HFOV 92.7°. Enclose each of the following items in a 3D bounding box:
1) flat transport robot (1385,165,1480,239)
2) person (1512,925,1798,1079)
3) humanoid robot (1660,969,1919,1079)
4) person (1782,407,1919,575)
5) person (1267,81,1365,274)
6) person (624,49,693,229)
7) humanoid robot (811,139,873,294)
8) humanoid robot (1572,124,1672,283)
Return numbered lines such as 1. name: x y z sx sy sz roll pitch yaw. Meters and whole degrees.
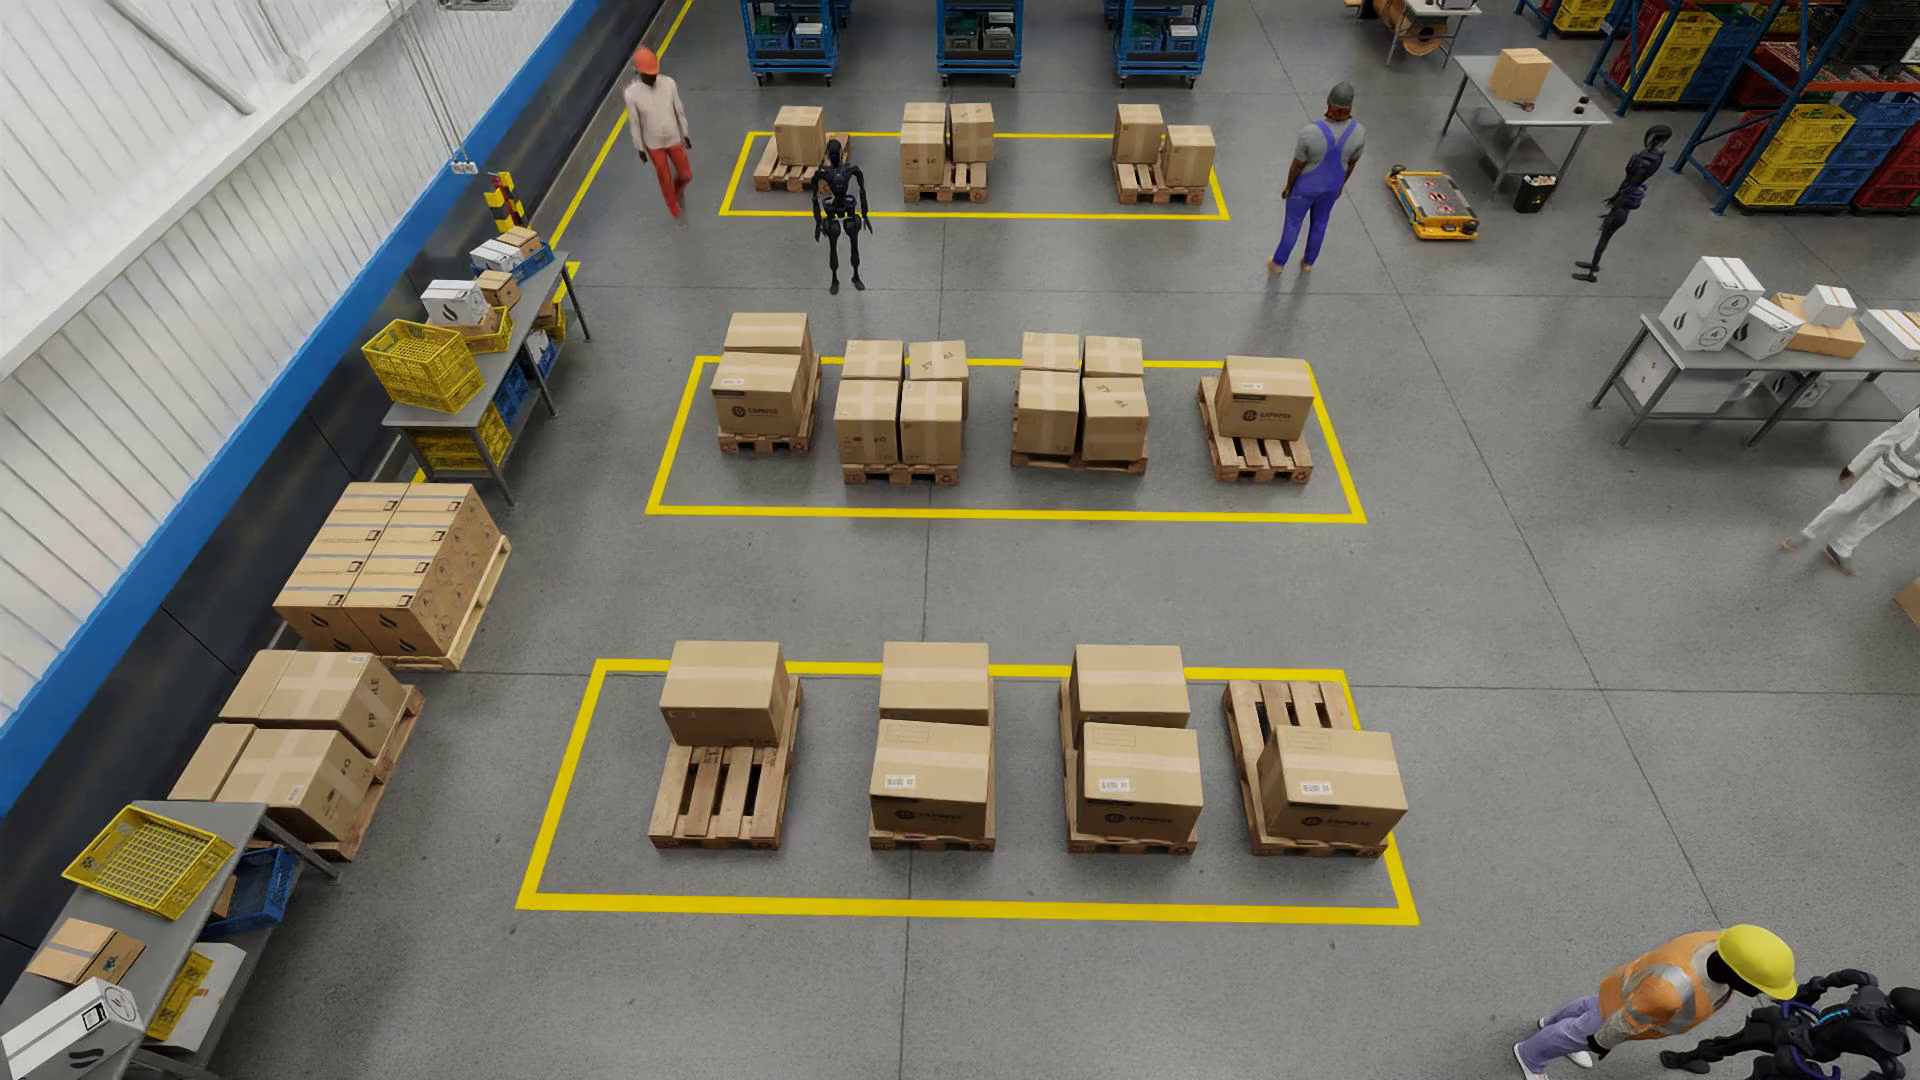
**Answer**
1. flat transport robot: 5.692 -4.094 11.059 0.652 0.197 1.431 1 49 1
2. person: 3.315 2.282 4.459 0.587 1.930 0.360 -24 53 -19
3. humanoid robot: 4.070 2.481 4.444 0.331 1.657 0.599 15 51 12
4. person: 7.129 -0.456 6.871 0.758 1.878 0.364 21 52 17
5. person: 3.719 -3.773 9.629 0.678 2.000 0.537 -2 49 -2
6. person: -3.332 -4.472 10.275 0.650 1.973 0.469 -27 54 -22
7. humanoid robot: -1.219 -3.323 9.468 0.601 1.657 0.323 -11 50 -10
8. humanoid robot: 6.984 -3.546 9.670 0.326 1.651 0.571 26 54 21
